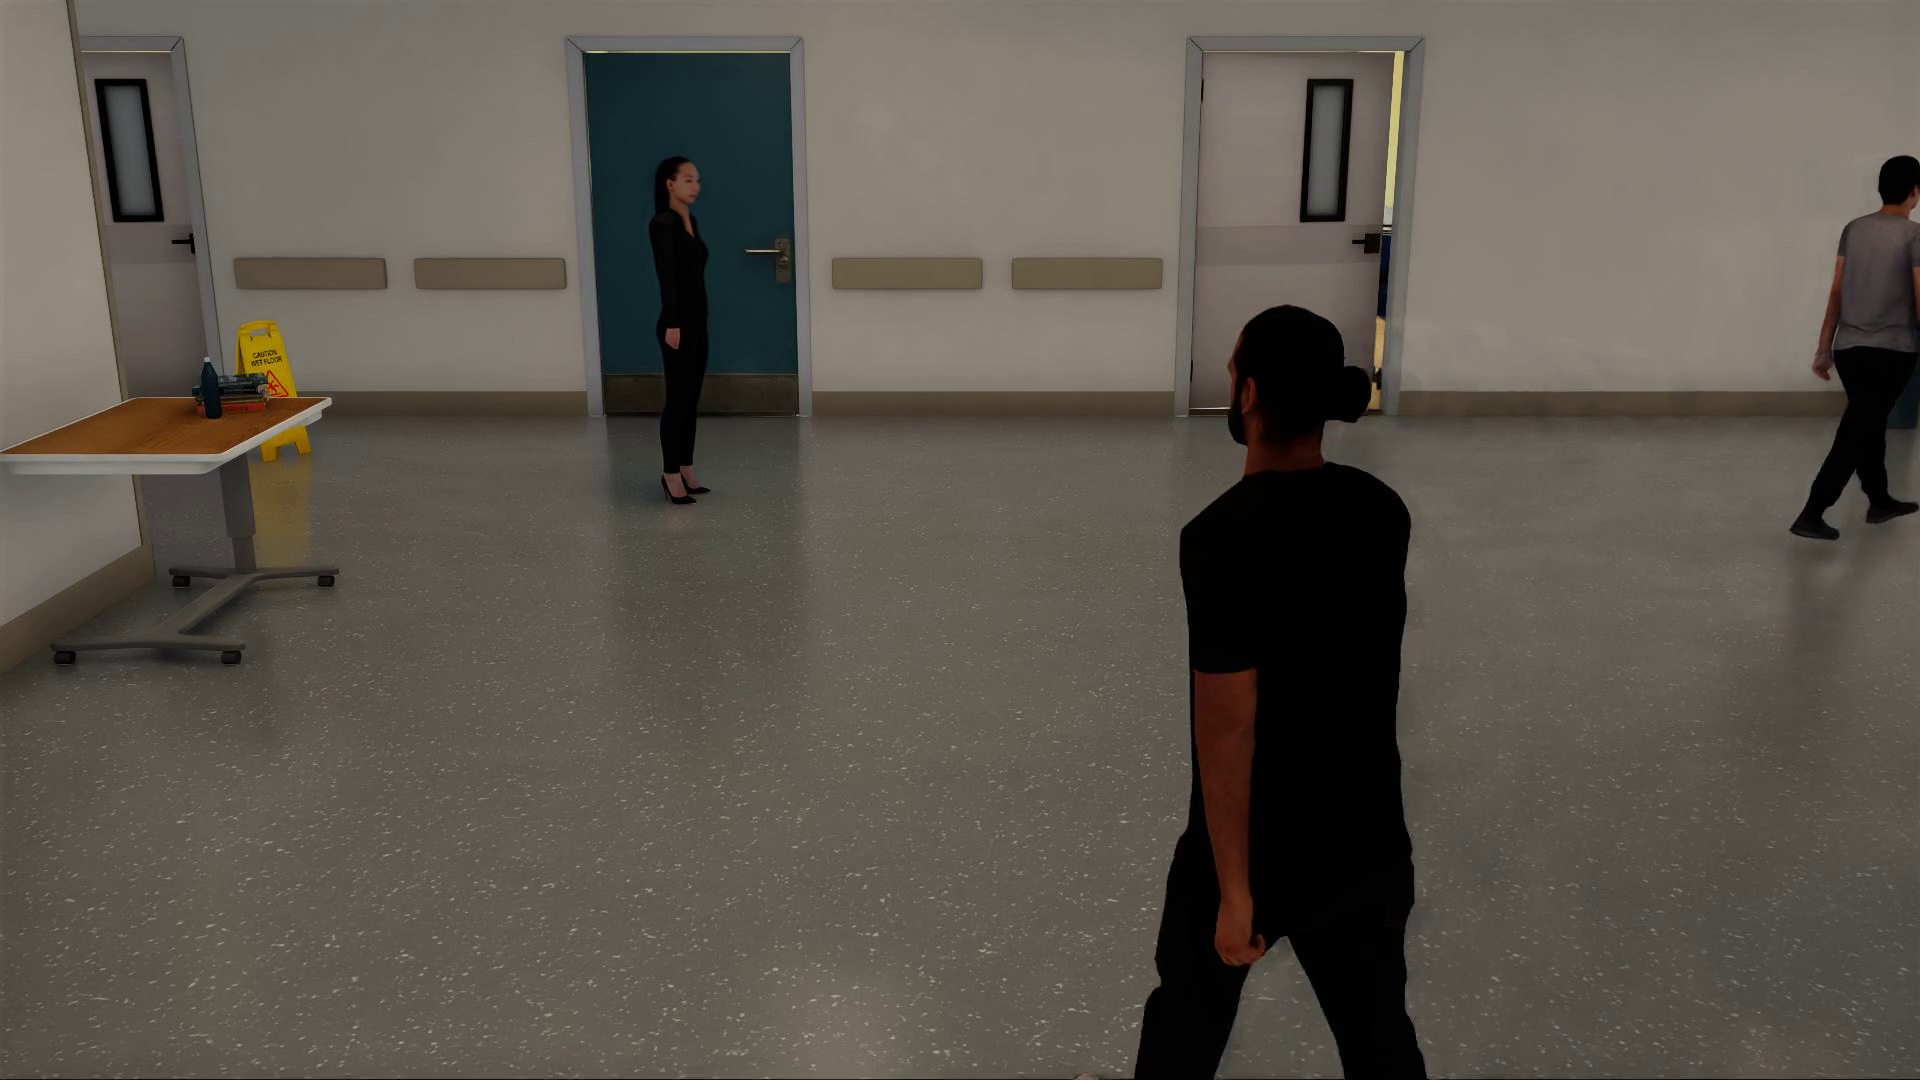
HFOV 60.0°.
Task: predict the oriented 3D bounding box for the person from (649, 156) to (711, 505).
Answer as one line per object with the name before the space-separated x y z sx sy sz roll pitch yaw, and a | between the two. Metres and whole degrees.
person | -1.380 -1.042 8.292 0.538 1.711 0.617 3 16 11

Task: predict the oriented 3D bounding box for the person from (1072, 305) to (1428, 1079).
person | 0.605 0.540 2.700 1.212 1.702 1.115 -10 19 -31

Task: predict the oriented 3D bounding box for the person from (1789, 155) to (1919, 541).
person | 4.055 -0.813 7.481 1.229 1.711 0.927 -7 17 -22
